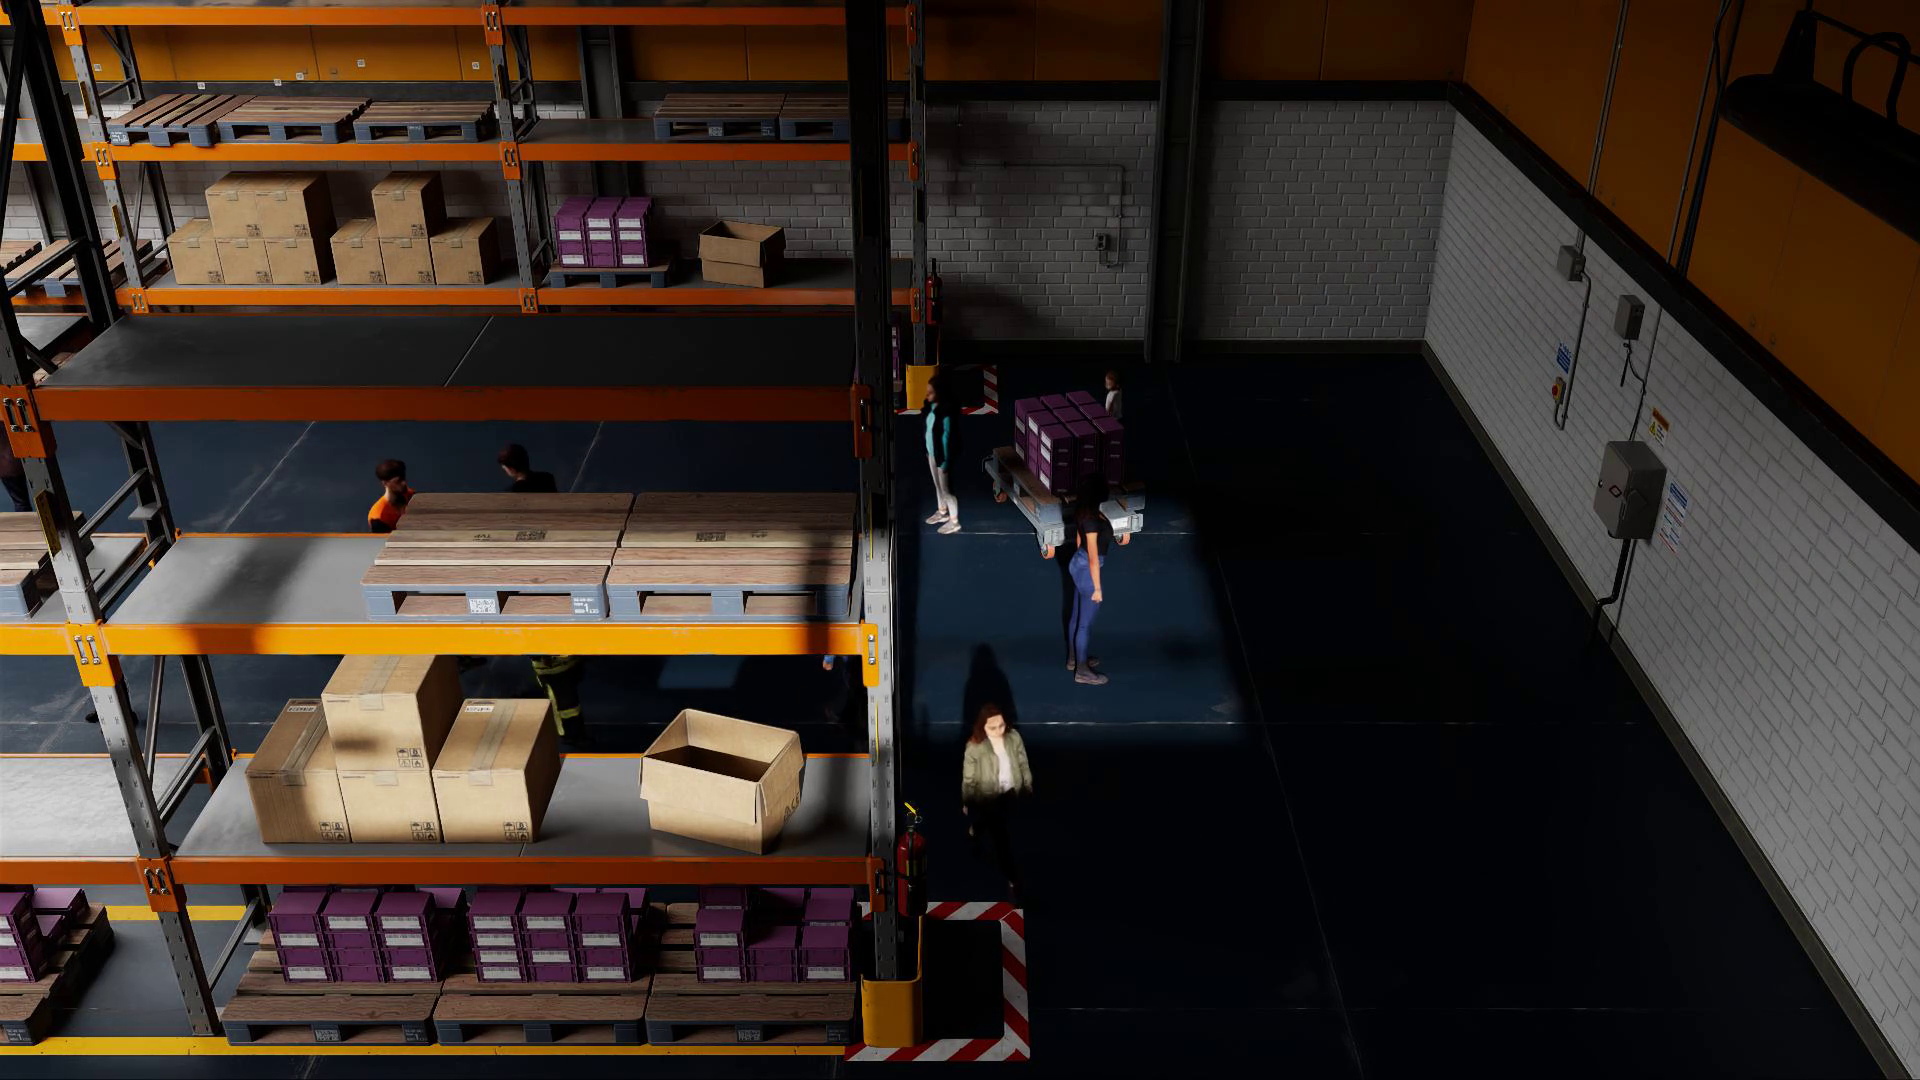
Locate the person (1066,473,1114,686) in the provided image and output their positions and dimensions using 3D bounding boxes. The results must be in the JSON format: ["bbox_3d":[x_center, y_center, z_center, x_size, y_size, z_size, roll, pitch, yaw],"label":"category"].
[{"bbox_3d":[0.966,0.280,12.681,0.565,1.740,0.581,-4,29,-8],"label":"person"}]

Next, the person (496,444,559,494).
[{"bbox_3d":[-3.222,0.113,12.889,1.015,1.833,0.949,25,37,37],"label":"person"}]

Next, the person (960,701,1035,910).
[{"bbox_3d":[0.190,1.600,10.571,1.042,1.443,0.996,-17,33,-28],"label":"person"}]

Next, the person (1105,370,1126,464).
[{"bbox_3d":[1.540,-1.179,16.123,0.589,1.004,0.484,7,29,13],"label":"person"}]

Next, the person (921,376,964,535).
[{"bbox_3d":[-0.157,-0.781,14.881,0.701,1.495,0.665,-15,32,-25],"label":"person"}]

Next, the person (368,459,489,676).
[{"bbox_3d":[-4.304,0.231,12.664,1.280,1.842,1.013,11,31,20],"label":"person"}]

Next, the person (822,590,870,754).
[{"bbox_3d":[-0.626,0.780,11.719,1.068,1.782,0.951,16,33,27],"label":"person"}]
